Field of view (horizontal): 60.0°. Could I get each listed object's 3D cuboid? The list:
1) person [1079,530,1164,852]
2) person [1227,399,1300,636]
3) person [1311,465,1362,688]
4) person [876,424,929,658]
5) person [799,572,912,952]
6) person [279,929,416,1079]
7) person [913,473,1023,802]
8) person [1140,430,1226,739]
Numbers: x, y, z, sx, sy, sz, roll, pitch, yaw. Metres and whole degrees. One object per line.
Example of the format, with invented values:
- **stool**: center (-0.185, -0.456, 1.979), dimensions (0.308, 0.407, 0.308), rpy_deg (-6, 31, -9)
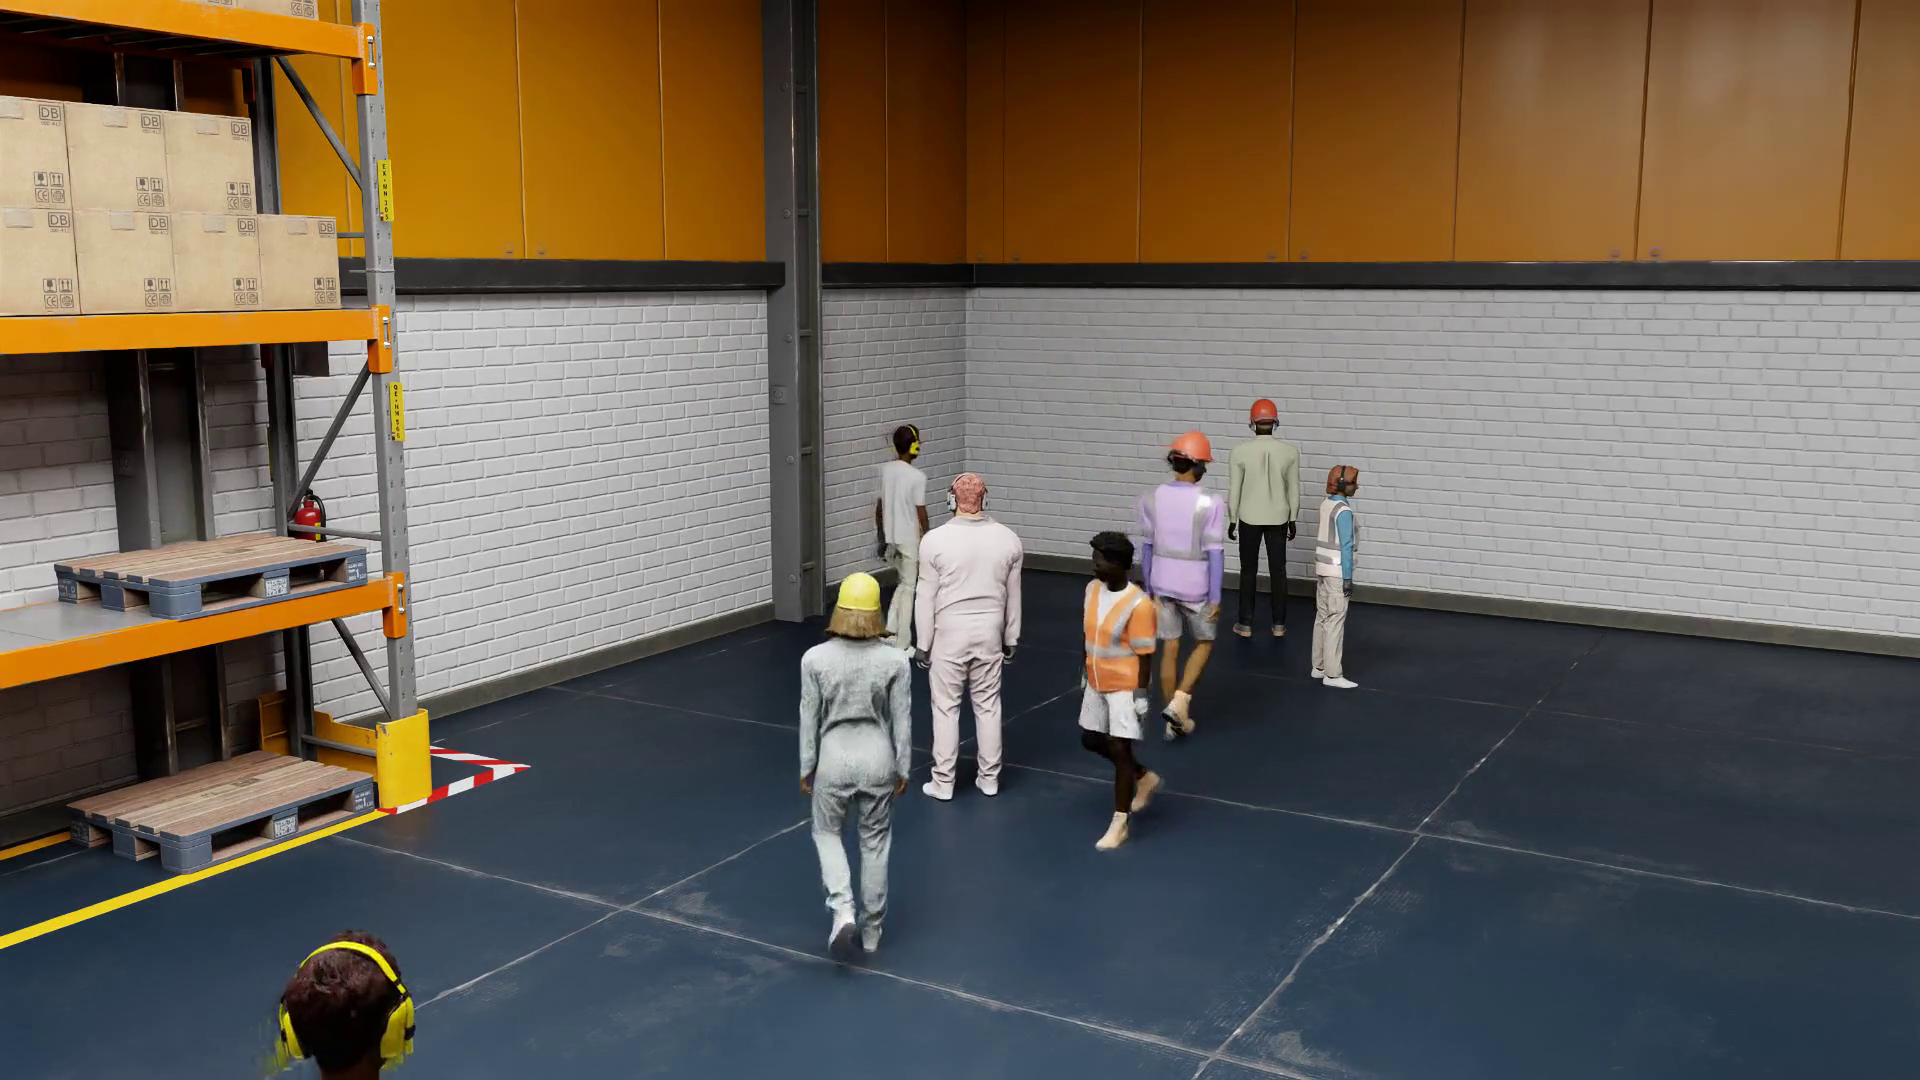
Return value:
- **person**: center (0.873, 0.772, 8.901), dimensions (0.541, 1.680, 0.558), rpy_deg (-6, 11, -35)
- **person**: center (2.530, -0.182, 13.893), dimensions (0.609, 1.997, 0.375), rpy_deg (0, 9, -1)
- **person**: center (2.769, 0.263, 12.239), dimensions (0.310, 1.636, 0.523), rpy_deg (-1, 9, -6)
- **person**: center (-0.417, 0.022, 13.054), dimensions (0.548, 1.855, 0.387), rpy_deg (8, 12, 42)
- **person**: center (-0.456, 1.004, 7.326), dimensions (0.505, 1.729, 0.468), rpy_deg (-1, 9, -6)
- **person**: center (-1.095, 1.628, 3.171), dimensions (0.518, 1.816, 0.989), rpy_deg (2, 9, 12)
- **person**: center (0.037, 0.560, 9.593), dimensions (0.652, 1.896, 0.402), rpy_deg (-4, 10, -23)
- **person**: center (1.451, 0.301, 10.786), dimensions (0.623, 2.024, 0.459), rpy_deg (6, 11, 32)
